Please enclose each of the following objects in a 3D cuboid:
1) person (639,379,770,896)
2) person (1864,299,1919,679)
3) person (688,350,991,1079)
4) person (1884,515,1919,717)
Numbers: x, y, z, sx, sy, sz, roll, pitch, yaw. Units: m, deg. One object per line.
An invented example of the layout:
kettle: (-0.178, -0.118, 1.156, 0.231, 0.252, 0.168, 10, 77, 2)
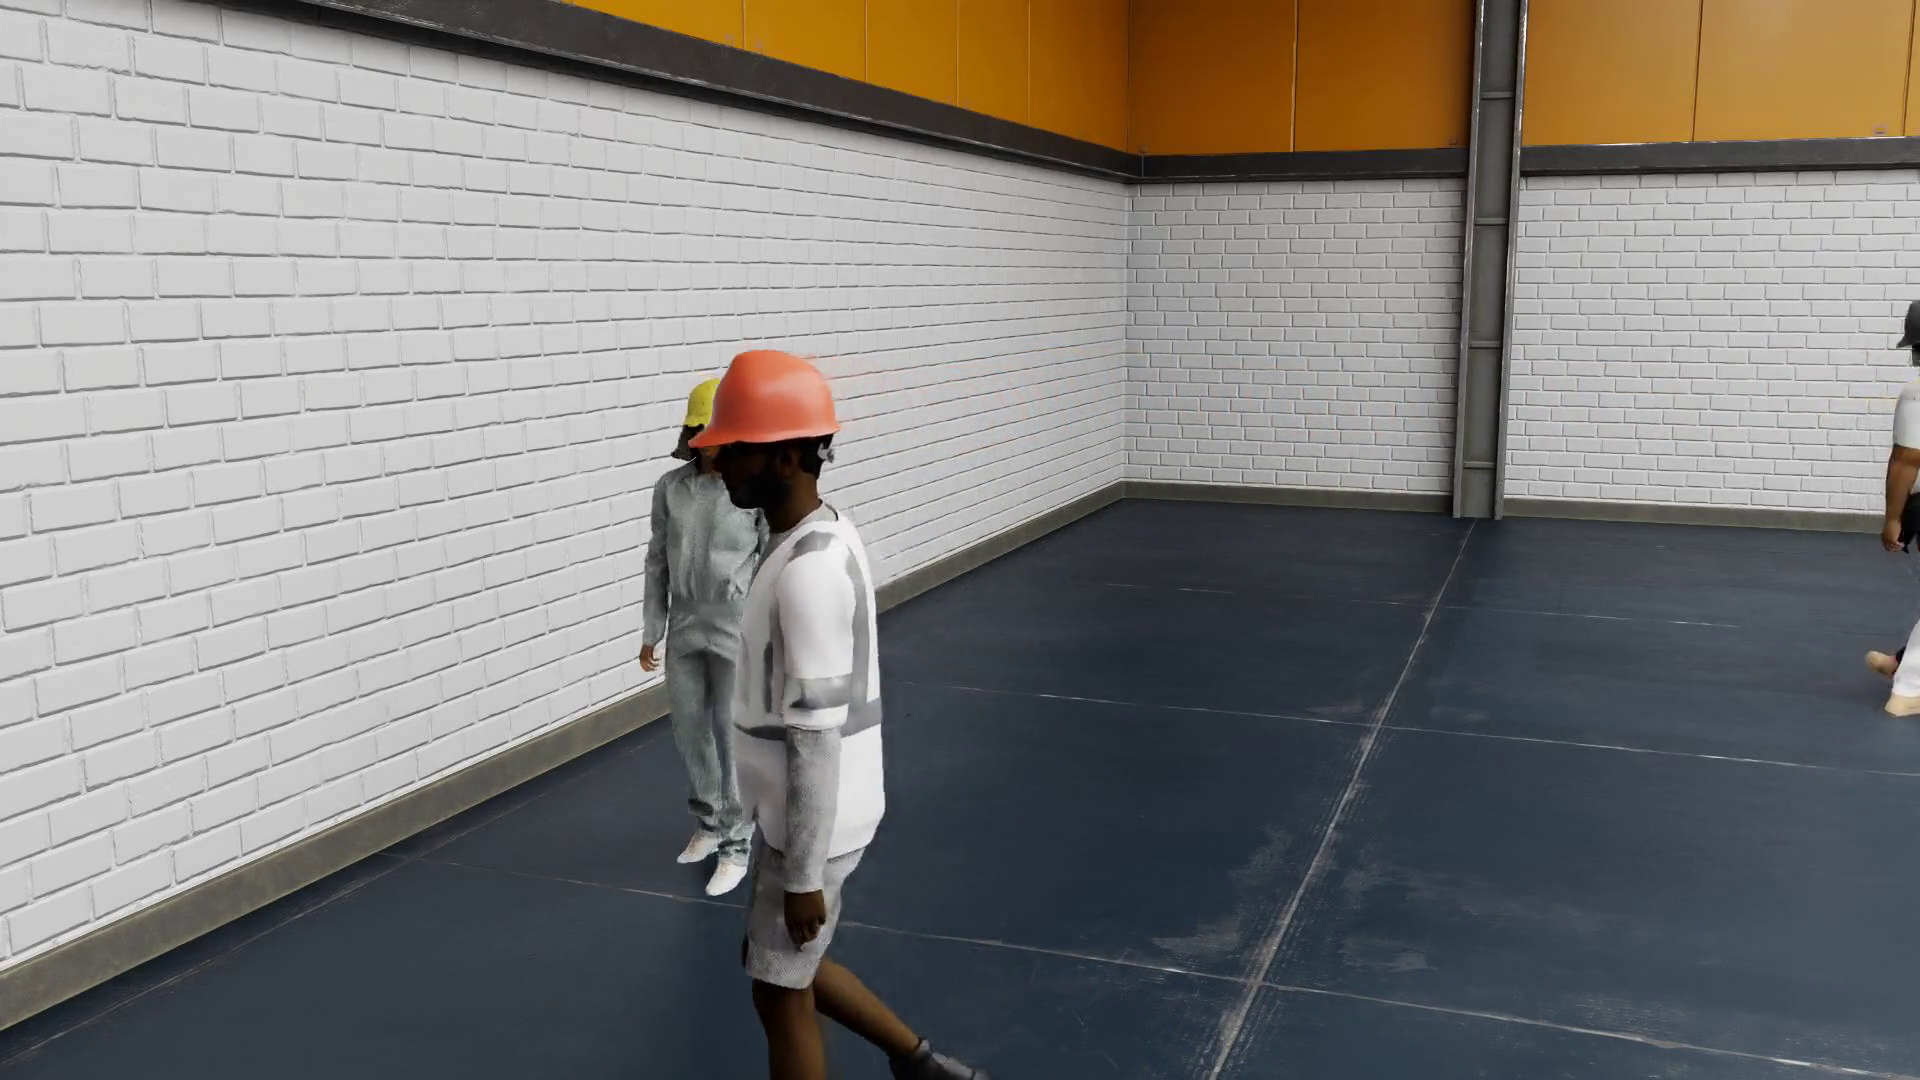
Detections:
person: (-0.846, 0.326, 5.677, 0.507, 1.735, 0.534, 3, 10, 18)
person: (4.650, -0.193, 7.872, 0.746, 2.000, 0.975, -3, 10, -19)
person: (-0.276, 0.562, 3.495, 0.574, 1.921, 0.572, -1, 9, -6)
person: (4.792, -0.056, 7.793, 0.946, 1.791, 0.645, -2, 9, -13)
